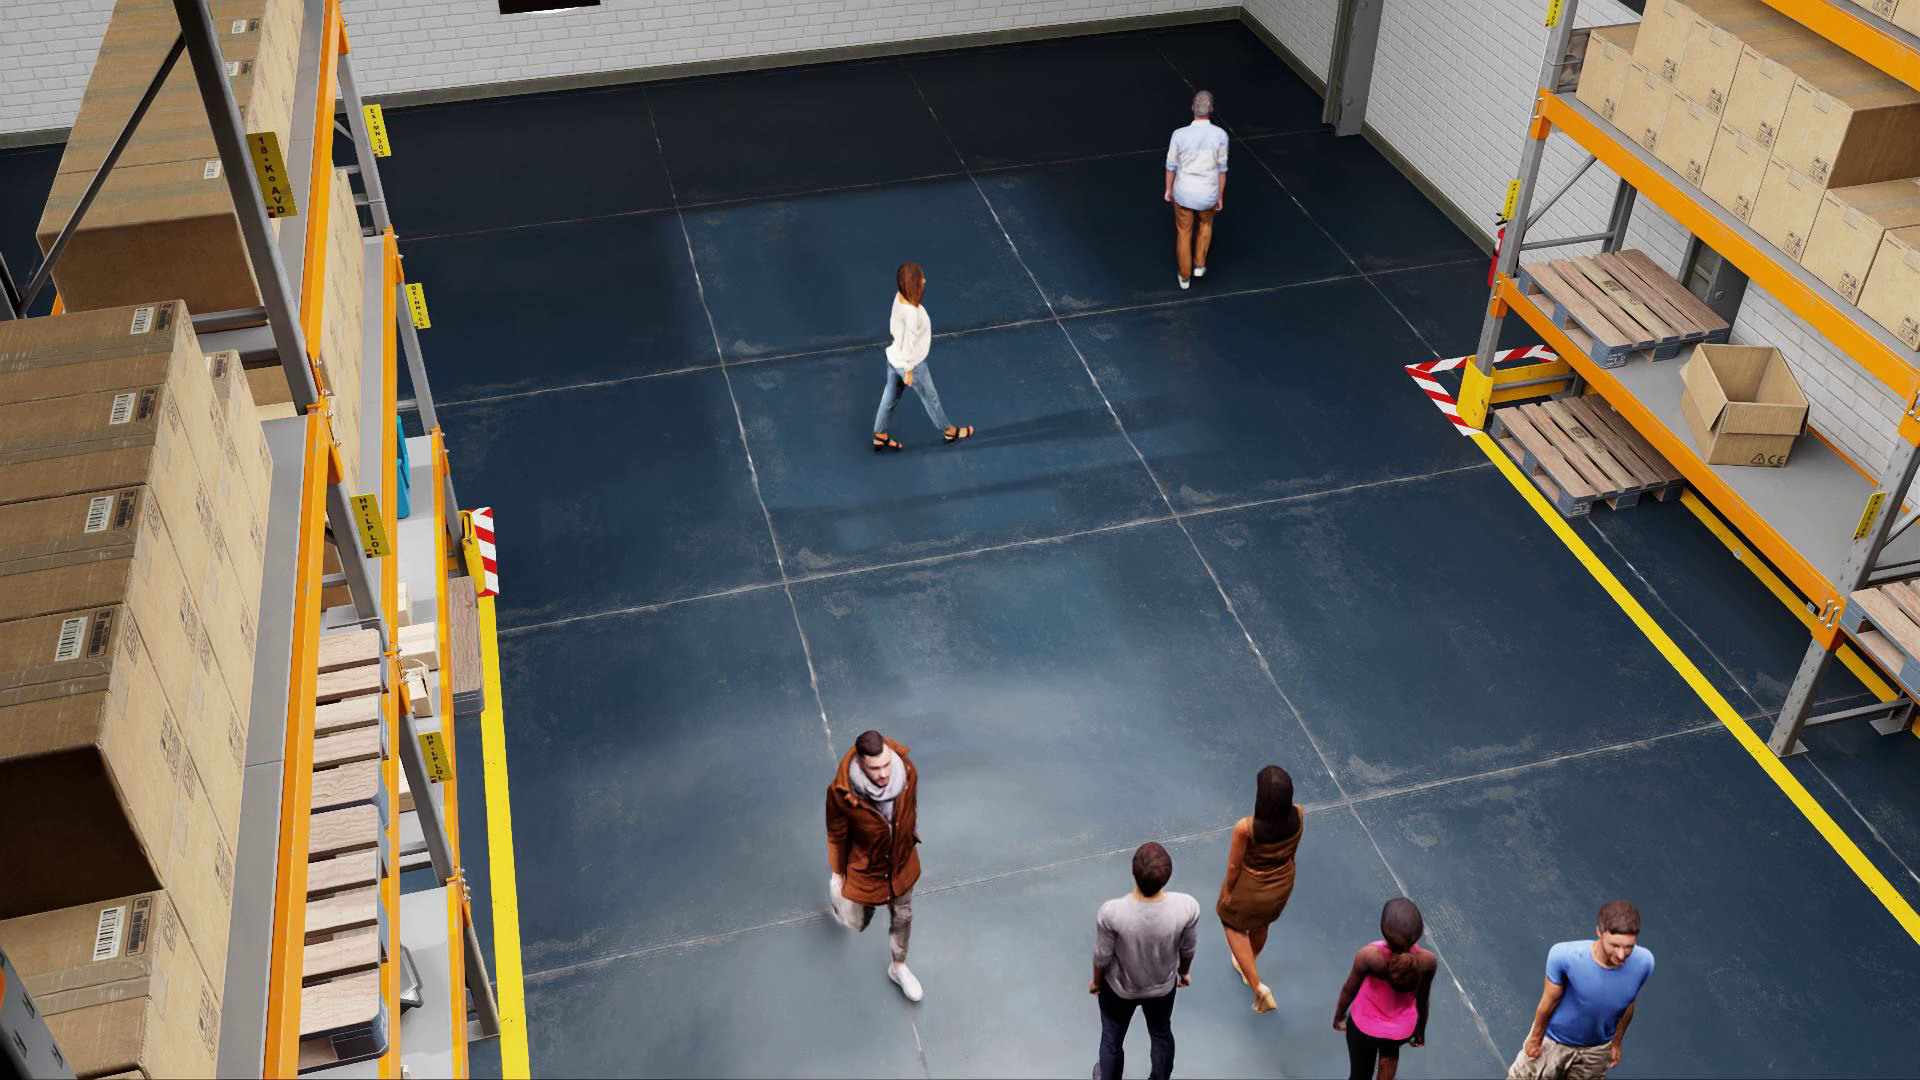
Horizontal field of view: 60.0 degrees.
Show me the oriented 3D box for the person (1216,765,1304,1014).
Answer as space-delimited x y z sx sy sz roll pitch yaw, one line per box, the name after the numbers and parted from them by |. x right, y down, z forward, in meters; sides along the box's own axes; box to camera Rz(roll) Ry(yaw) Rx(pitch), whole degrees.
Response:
1.609 1.866 8.703 0.596 1.677 0.786 -13 40 -16 | person

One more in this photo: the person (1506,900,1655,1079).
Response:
2.934 2.346 7.953 0.721 1.863 0.680 2 39 2 | person

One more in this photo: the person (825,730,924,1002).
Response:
-0.477 1.655 8.856 0.880 1.814 1.122 -21 43 -24 | person

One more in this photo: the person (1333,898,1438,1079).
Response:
2.043 2.408 7.998 0.680 1.709 0.700 2 39 3 | person

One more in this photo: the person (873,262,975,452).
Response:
-0.484 -1.360 12.766 0.719 1.648 0.962 -8 39 -9 | person

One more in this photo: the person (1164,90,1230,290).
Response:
2.096 -3.048 14.746 0.804 1.813 0.796 4 39 5 | person

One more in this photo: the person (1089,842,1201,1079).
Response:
0.887 2.163 8.198 0.694 1.841 0.585 -4 39 -5 | person
